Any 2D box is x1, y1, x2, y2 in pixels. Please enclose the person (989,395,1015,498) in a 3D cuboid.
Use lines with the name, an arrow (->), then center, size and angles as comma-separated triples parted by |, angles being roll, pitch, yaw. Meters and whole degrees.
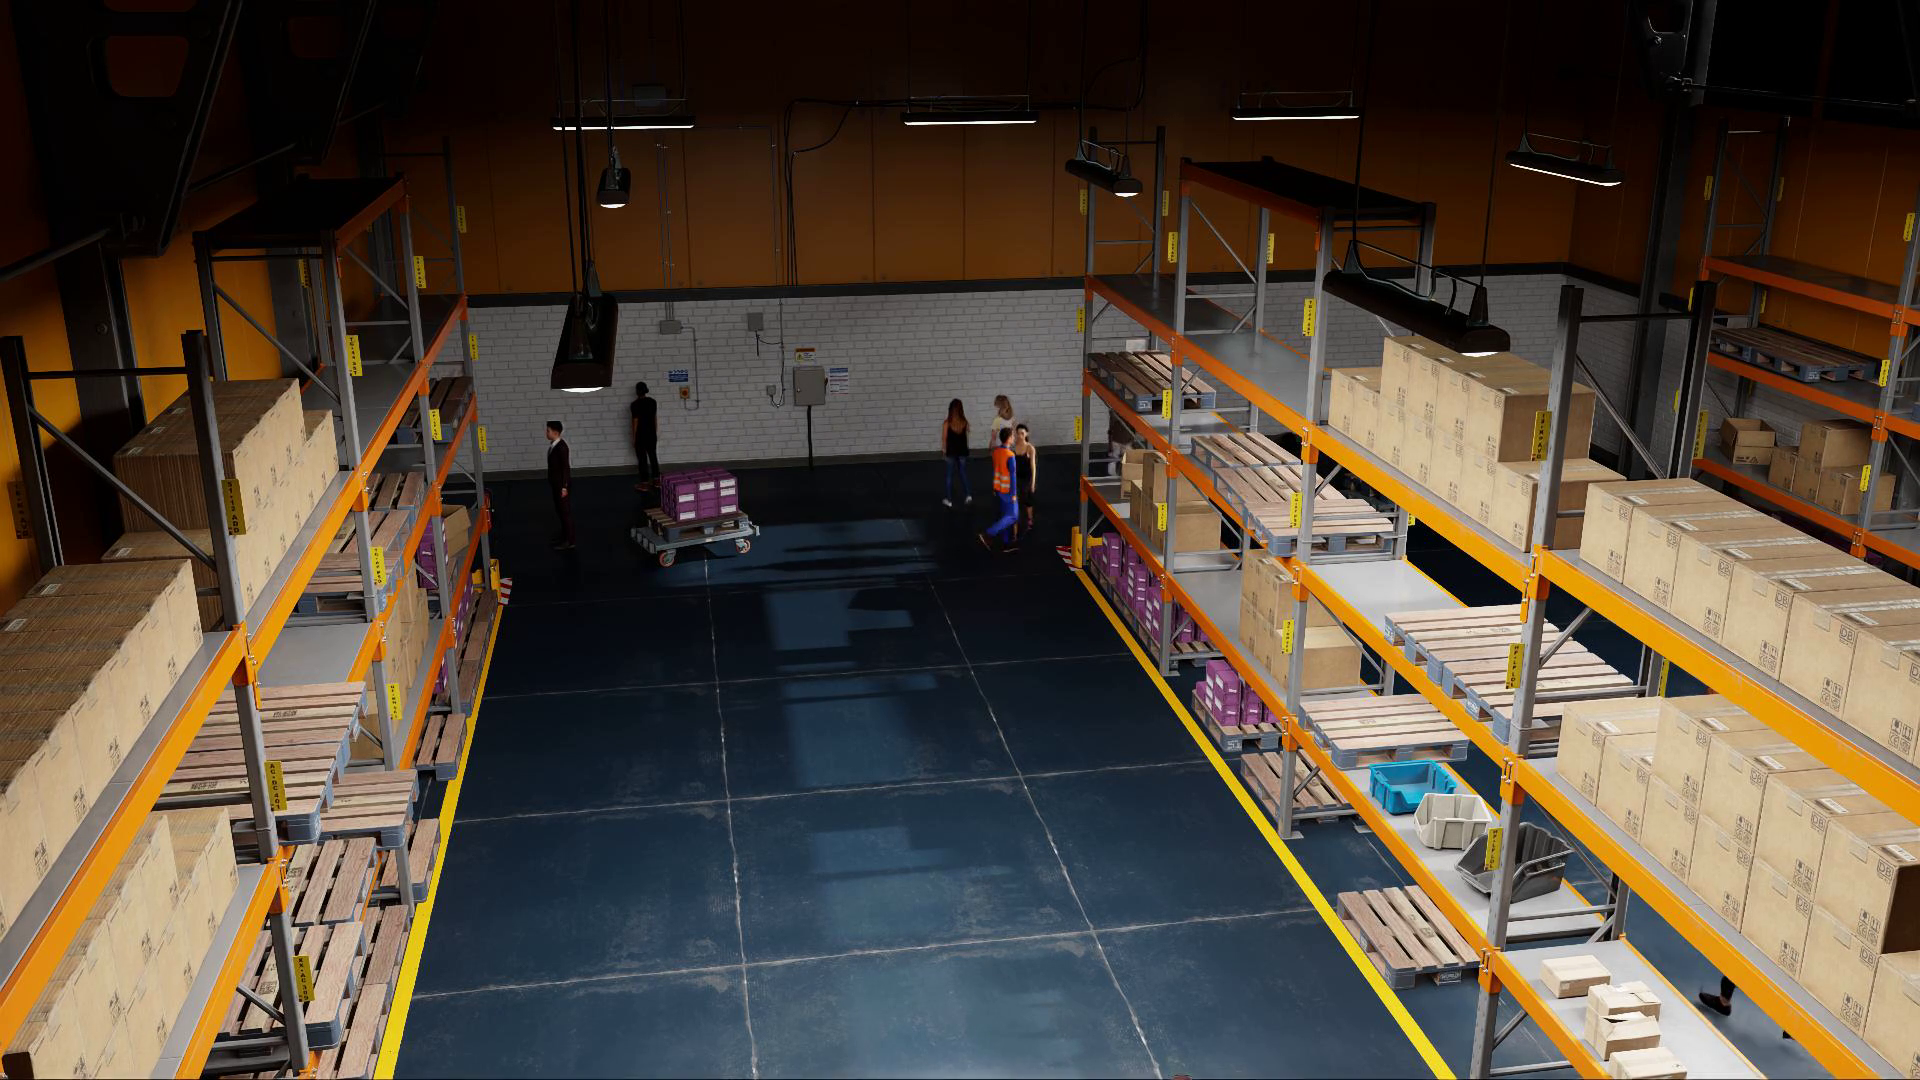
person -> 0.692, -1.418, 25.988 | 0.792, 1.696, 0.834 | -12, 22, -33

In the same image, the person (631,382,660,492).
person -> -5.048, -1.677, 26.660 | 0.753, 1.758, 0.722 | 17, 25, 41

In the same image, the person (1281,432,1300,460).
person -> 4.624, -0.692, 23.873 | 0.982, 1.670, 1.163 | 8, 20, 23

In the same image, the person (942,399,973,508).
person -> -0.009, -1.317, 25.663 | 0.630, 1.713, 0.786 | -5, 19, -15

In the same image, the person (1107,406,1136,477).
person -> 2.587, -1.531, 26.175 | 0.987, 1.791, 1.223 | -11, 22, -29

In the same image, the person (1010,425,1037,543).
person -> 0.943, -0.862, 24.366 | 0.950, 1.678, 1.239 | 5, 19, 15

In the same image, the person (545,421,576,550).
person -> -5.746, -0.814, 23.931 | 0.812, 1.864, 0.630 | -9, 21, -26

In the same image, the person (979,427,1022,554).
person -> 0.568, -0.674, 23.543 | 0.917, 1.846, 0.991 | -10, 21, -27
